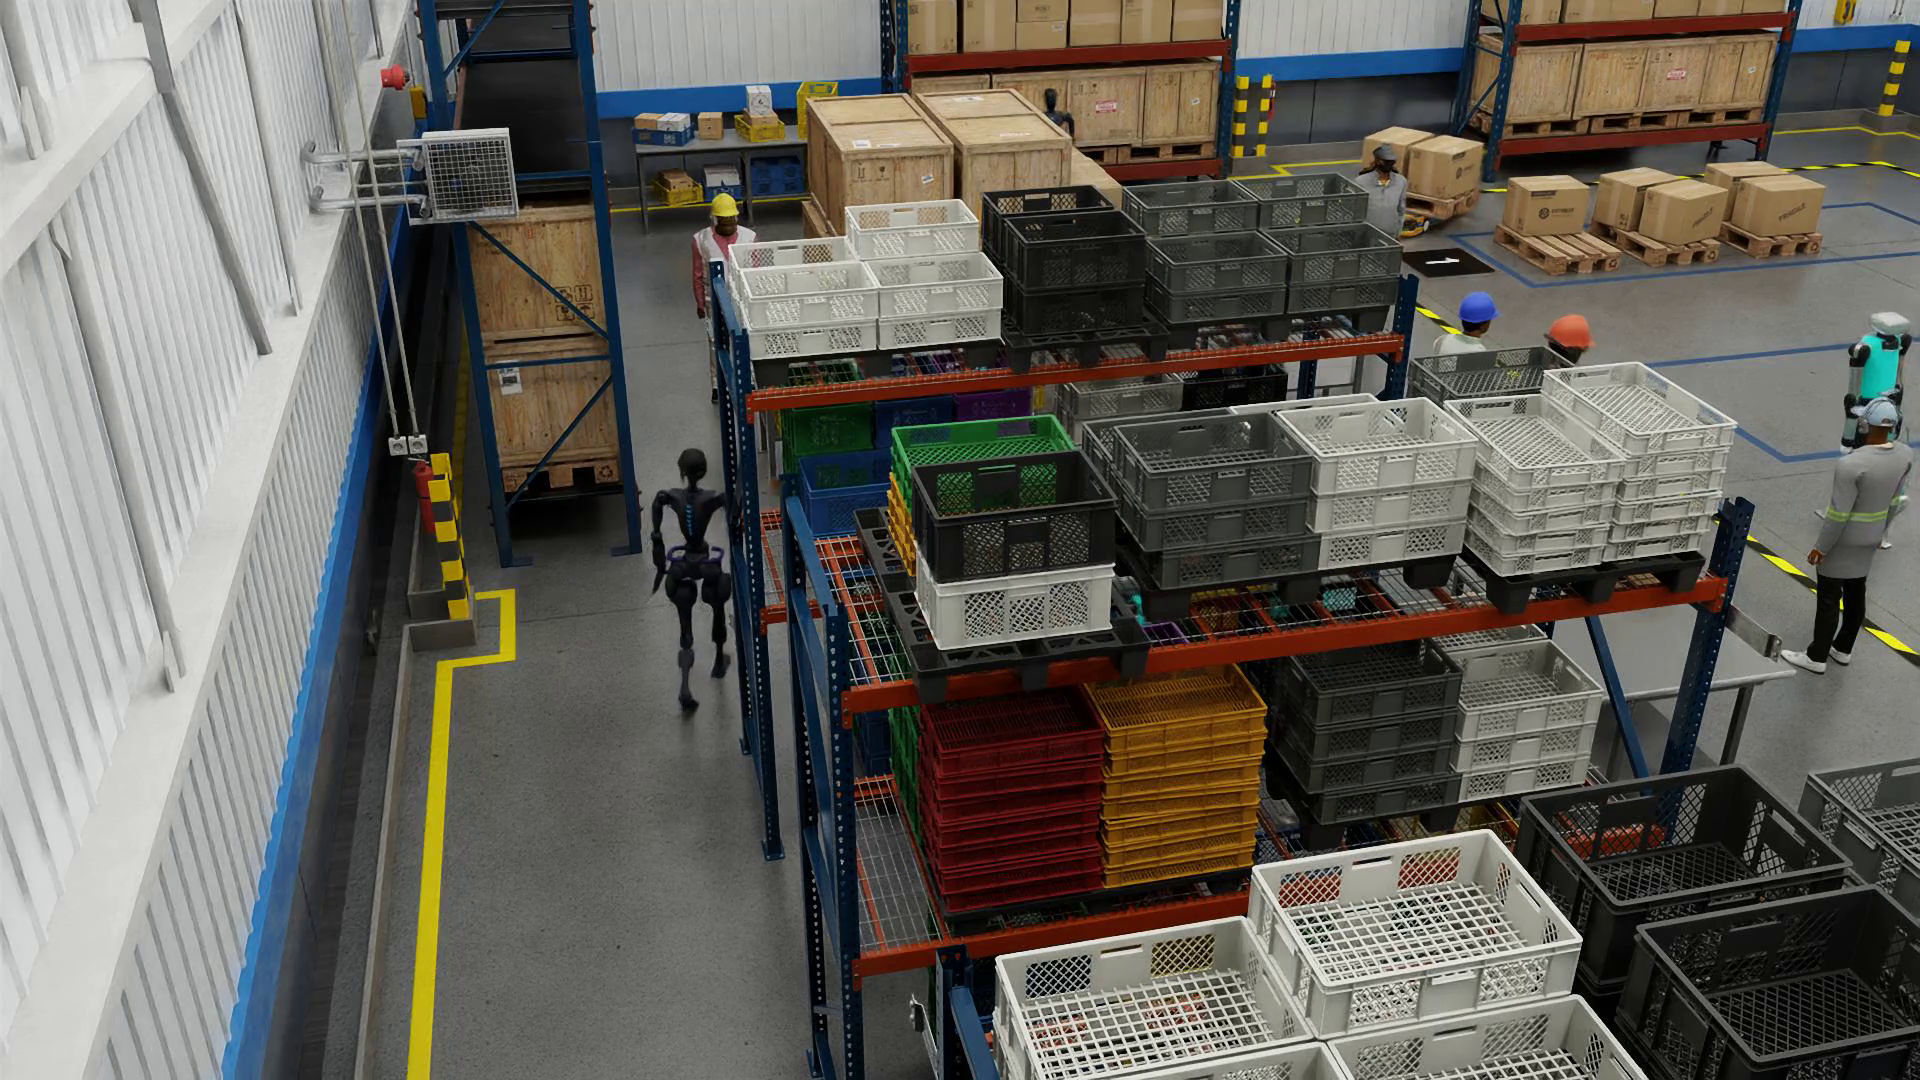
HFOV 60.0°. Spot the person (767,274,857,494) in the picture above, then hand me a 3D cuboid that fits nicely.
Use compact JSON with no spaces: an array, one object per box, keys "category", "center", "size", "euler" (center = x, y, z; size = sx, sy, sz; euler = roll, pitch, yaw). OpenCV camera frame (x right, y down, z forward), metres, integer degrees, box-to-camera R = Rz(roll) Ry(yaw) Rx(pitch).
[{"category":"person","center":[-1.044,-1.189,12.619],"size":[0.892,1.839,0.587],"euler":[-2,28,-4]}]

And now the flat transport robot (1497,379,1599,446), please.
[{"category":"flat transport robot","center":[4.780,-1.036,14.013],"size":[0.659,0.231,1.431],"euler":[-6,28,-12]}]

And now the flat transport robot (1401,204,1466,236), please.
[{"category":"flat transport robot","center":[5.262,-3.826,19.276],"size":[0.652,0.197,1.431],"euler":[22,35,35]}]

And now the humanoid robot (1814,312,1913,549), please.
[{"category":"humanoid robot","center":[6.585,-0.702,11.802],"size":[0.540,1.764,0.907],"euler":[-13,31,-23]}]

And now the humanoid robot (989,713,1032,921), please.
[{"category":"humanoid robot","center":[0.053,1.213,8.163],"size":[0.665,1.787,0.557],"euler":[-5,28,-10]}]

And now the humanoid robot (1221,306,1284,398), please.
[{"category":"humanoid robot","center":[2.113,-0.947,12.369],"size":[0.585,1.641,0.681],"euler":[23,36,37]}]

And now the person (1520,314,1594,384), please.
[{"category":"person","center":[3.932,-0.545,11.196],"size":[0.396,2.038,0.605],"euler":[-5,28,-10]}]

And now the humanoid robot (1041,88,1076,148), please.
[{"category":"humanoid robot","center":[1.014,-4.225,18.550],"size":[0.609,1.643,0.424],"euler":[-1,28,-3]}]

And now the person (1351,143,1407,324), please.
[{"category":"person","center":[3.988,-2.950,16.033],"size":[0.565,1.769,0.396],"euler":[-4,28,-7]}]

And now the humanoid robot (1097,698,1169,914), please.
[{"category":"humanoid robot","center":[0.880,1.220,8.219],"size":[0.609,1.636,0.392],"euler":[-20,34,-33]}]

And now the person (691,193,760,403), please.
[{"category":"person","center":[-1.990,-2.075,14.301],"size":[0.595,1.837,0.404],"euler":[-7,29,-13]}]

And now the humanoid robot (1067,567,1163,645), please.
[{"category":"humanoid robot","center":[0.847,1.065,8.468],"size":[0.576,1.788,0.807],"euler":[-8,29,-15]}]

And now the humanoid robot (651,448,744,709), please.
[{"category":"humanoid robot","center":[-1.606,0.233,10.153],"size":[0.609,1.651,0.723],"euler":[2,28,3]}]

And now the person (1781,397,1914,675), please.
[{"category":"person","center":[5.552,-0.034,10.412],"size":[0.597,1.850,0.396],"euler":[-12,30,-21]}]

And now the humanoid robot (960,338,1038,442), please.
[{"category":"humanoid robot","center":[0.302,-0.505,11.321],"size":[0.530,1.692,0.734],"euler":[-4,28,-8]}]

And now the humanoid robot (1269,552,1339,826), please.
[{"category":"humanoid robot","center":[1.941,0.911,8.869],"size":[0.726,1.897,0.540],"euler":[-4,28,-7]}]

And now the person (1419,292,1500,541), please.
[{"category":"person","center":[3.546,-0.819,11.798],"size":[0.380,1.950,0.604],"euler":[-13,31,-23]}]
